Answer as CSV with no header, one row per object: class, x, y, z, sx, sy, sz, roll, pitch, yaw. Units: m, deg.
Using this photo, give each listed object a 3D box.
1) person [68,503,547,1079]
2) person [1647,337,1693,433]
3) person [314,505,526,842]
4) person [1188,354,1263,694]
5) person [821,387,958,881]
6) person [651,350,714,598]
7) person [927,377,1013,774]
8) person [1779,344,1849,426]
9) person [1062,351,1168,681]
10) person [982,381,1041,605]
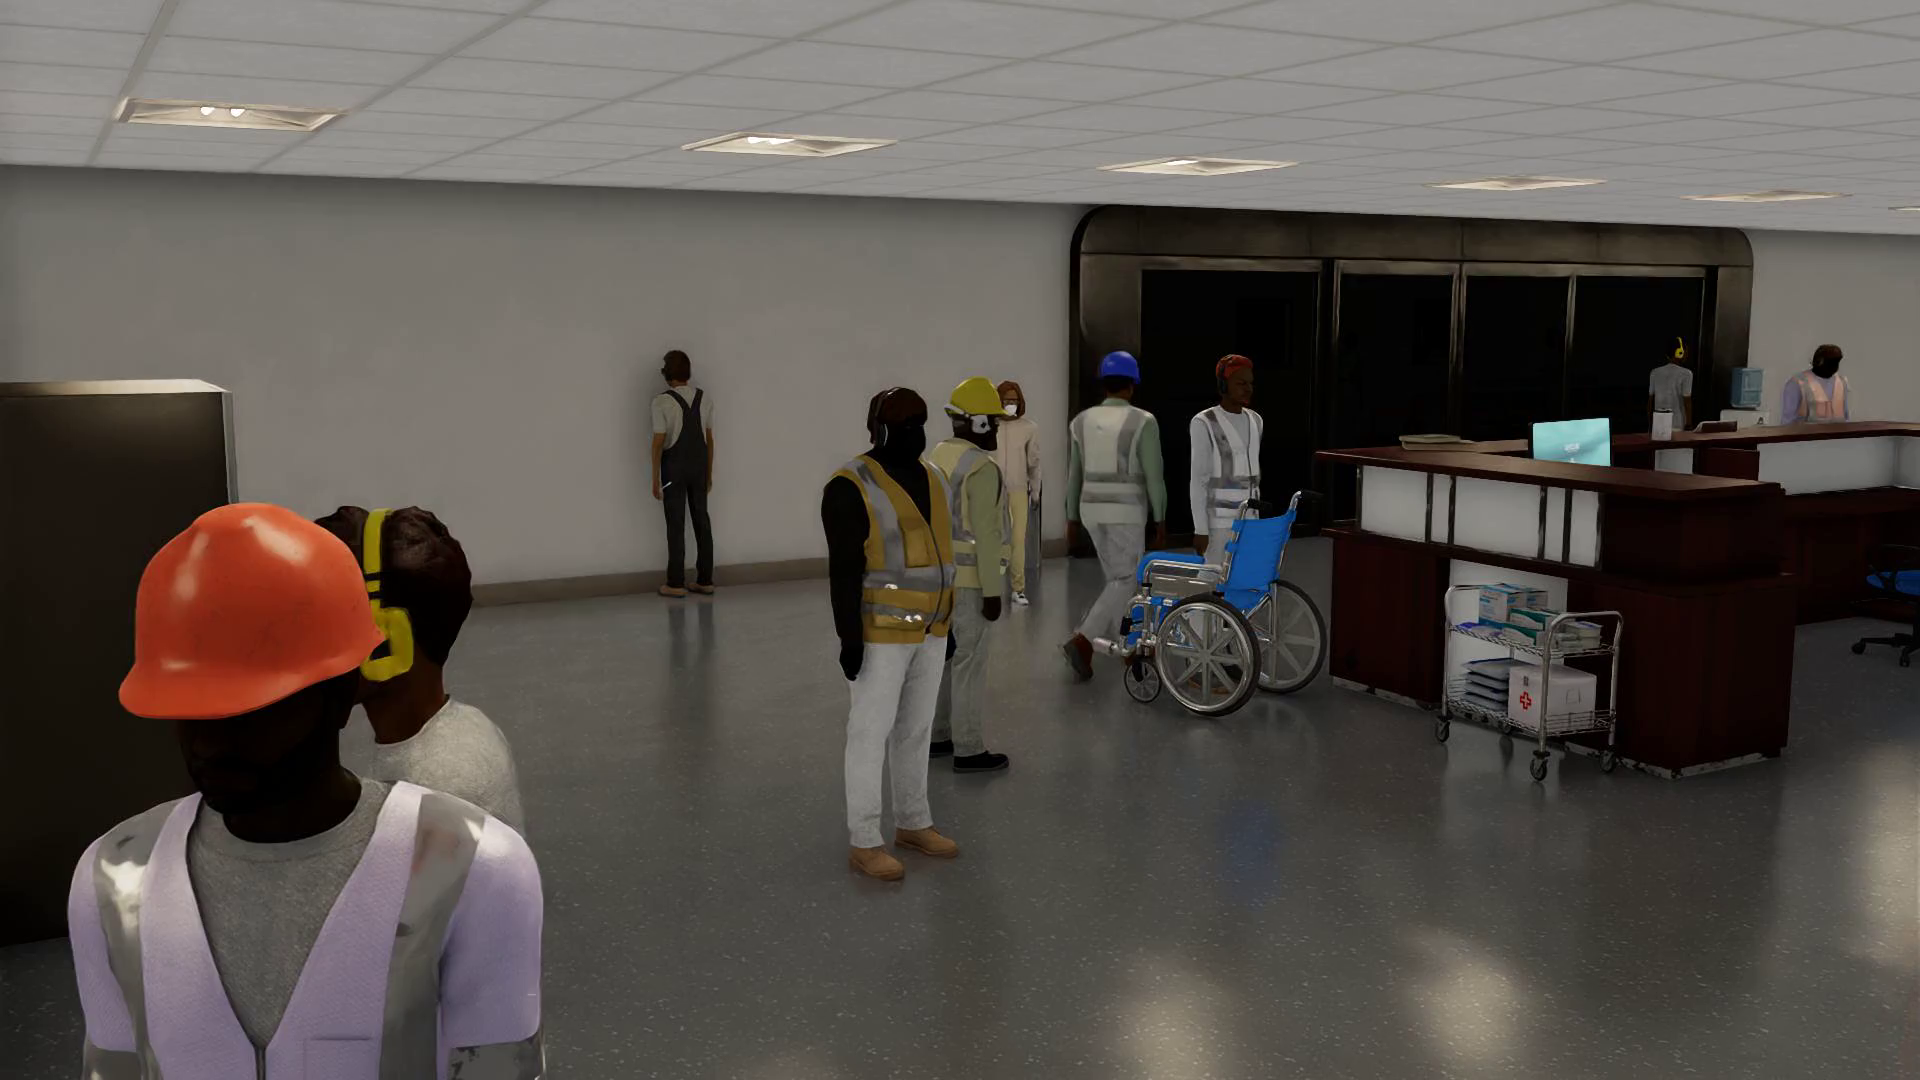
person,-0.734,0.913,1.900,0.539,1.929,0.389,0,8,1
person,7.183,-1.116,16.812,0.334,1.862,0.521,-4,9,-28
person,-0.751,0.875,2.382,0.309,1.864,0.535,-2,8,-17
person,1.498,-0.095,9.324,0.582,1.882,0.338,-7,11,-43
person,-0.229,0.342,6.323,0.429,1.842,0.634,6,10,39
person,-2.052,-0.482,12.308,0.510,1.842,0.354,-6,10,-38
person,0.040,0.158,7.731,0.405,1.823,0.589,-4,9,-26
person,7.820,-0.878,15.230,0.690,1.820,0.434,-1,8,-9
person,0.877,-0.141,9.664,0.649,1.916,0.909,7,11,43
person,0.333,-0.330,11.978,0.504,1.628,0.285,-1,8,-7
